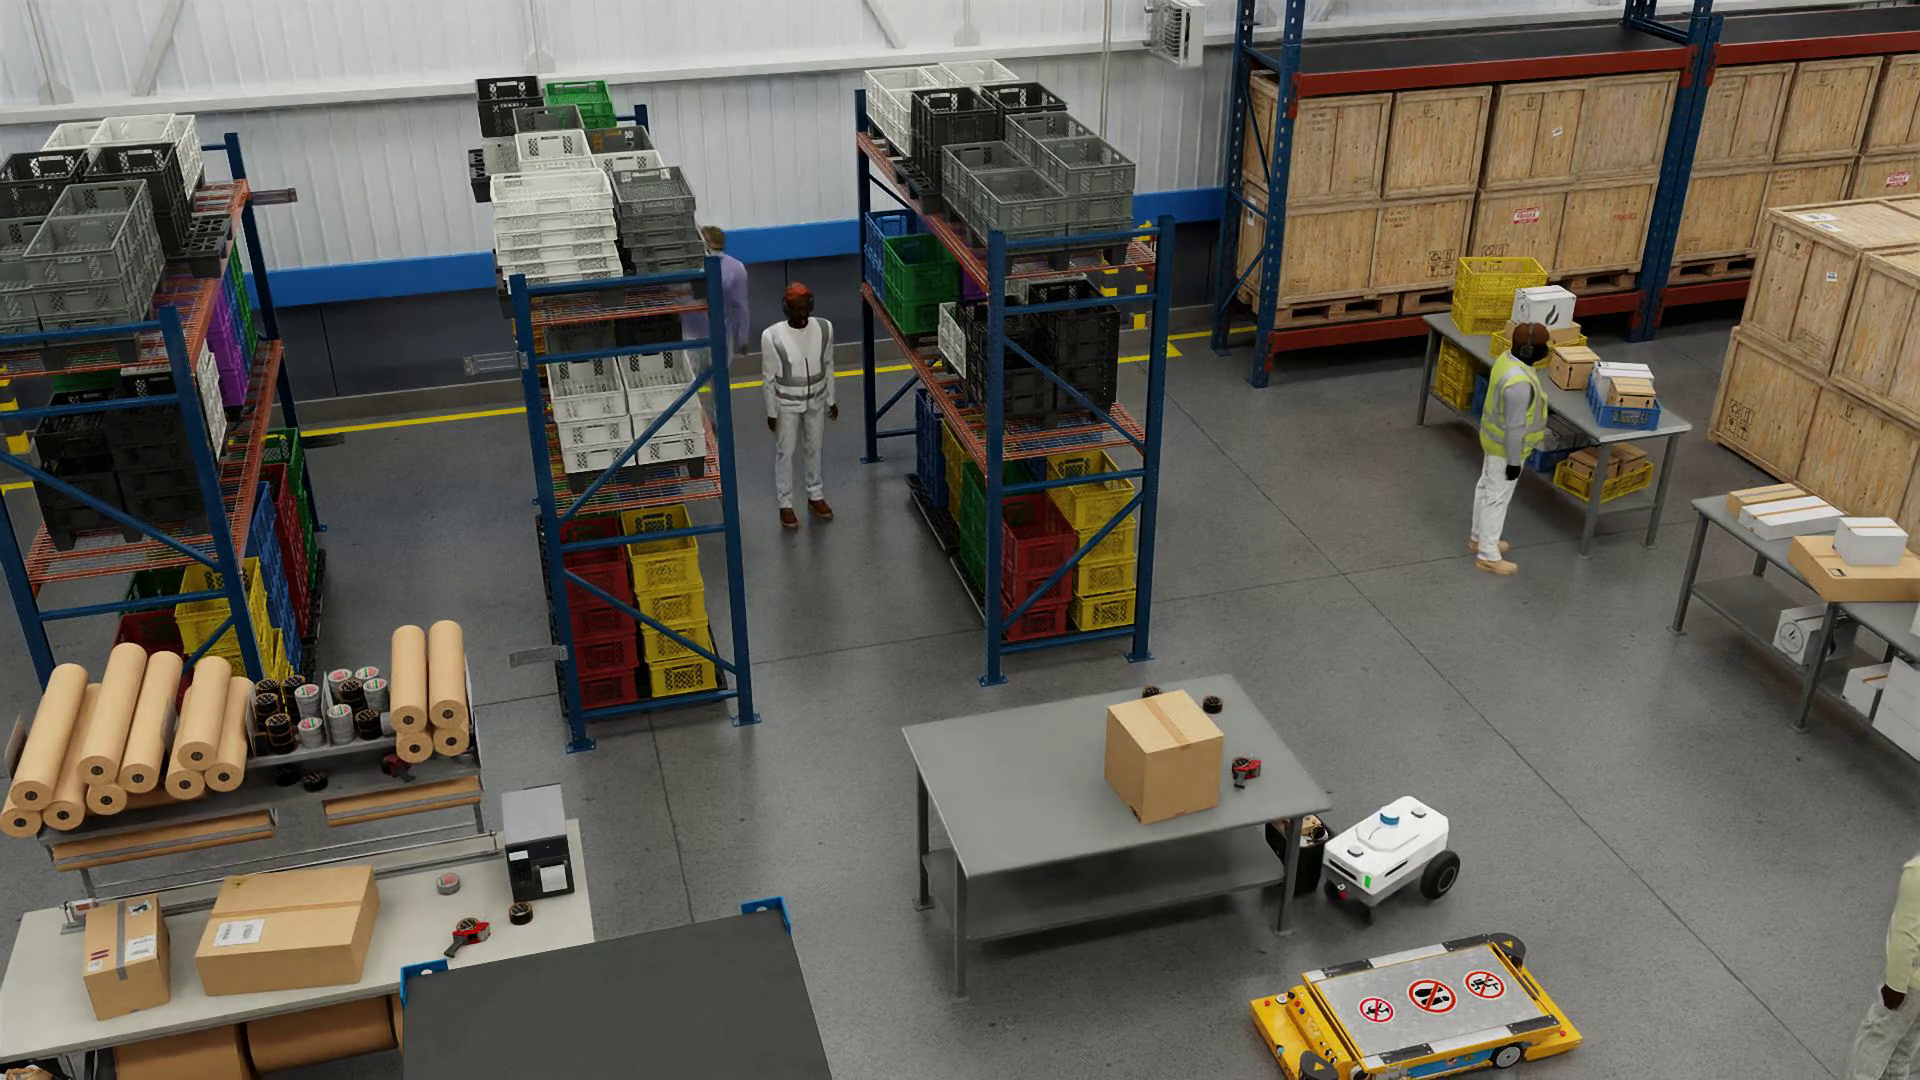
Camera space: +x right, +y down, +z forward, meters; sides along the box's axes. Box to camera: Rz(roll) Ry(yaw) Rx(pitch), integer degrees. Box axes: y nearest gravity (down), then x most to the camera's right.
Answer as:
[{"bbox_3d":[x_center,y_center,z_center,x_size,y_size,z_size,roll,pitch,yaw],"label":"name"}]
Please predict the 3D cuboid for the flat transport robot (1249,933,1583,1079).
[{"bbox_3d":[2.184,2.282,7.980,1.431,0.197,0.652,-8,30,-14],"label":"flat transport robot"}]

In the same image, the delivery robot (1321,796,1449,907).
[{"bbox_3d":[2.246,1.626,8.788,0.707,0.478,0.477,-21,35,-33],"label":"delivery robot"}]

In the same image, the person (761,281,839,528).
[{"bbox_3d":[-1.172,-1.007,12.304,0.574,1.882,0.358,-15,32,-26],"label":"person"}]

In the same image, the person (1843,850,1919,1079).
[{"bbox_3d":[4.231,1.827,7.210,0.587,1.822,0.403,-15,32,-25],"label":"person"}]

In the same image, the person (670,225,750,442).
[{"bbox_3d":[-2.022,-1.668,13.491,0.656,1.897,0.481,-2,29,-4],"label":"person"}]

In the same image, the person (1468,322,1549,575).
[{"bbox_3d":[3.875,-0.667,11.728,0.430,1.845,0.624,5,29,8],"label":"person"}]
